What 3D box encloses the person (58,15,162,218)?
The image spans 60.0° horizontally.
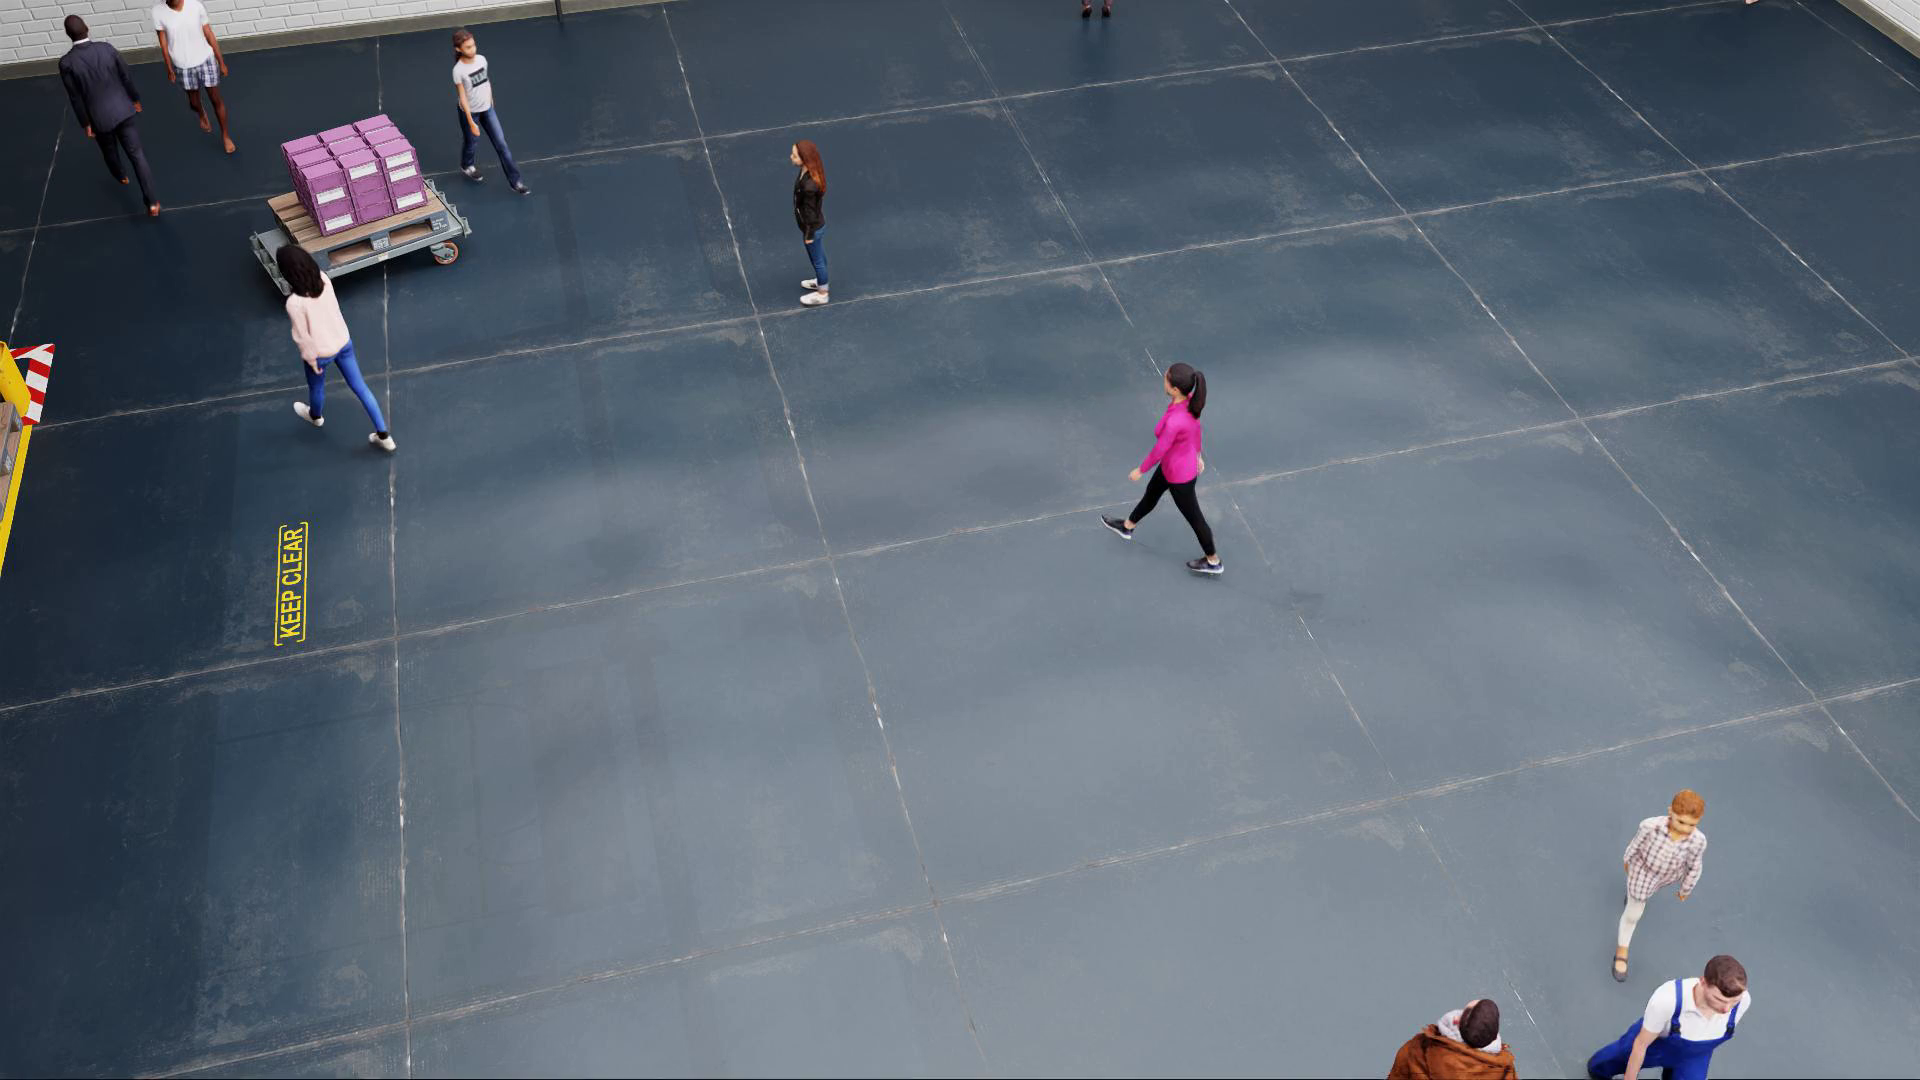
[{"bbox_3d":[-7.368,-3.641,14.488,0.945,1.778,1.278,-24,48,-23],"label":"person"}]

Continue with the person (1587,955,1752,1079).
[{"bbox_3d":[3.421,2.428,8.103,0.916,1.799,1.363,0,44,0],"label":"person"}]

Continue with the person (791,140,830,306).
[{"bbox_3d":[-1.203,-2.610,13.621,0.627,1.481,0.474,-6,44,-6],"label":"person"}]

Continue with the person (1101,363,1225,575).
[{"bbox_3d":[1.571,-0.419,11.203,1.071,1.645,1.155,13,45,14],"label":"person"}]

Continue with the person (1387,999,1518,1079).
[{"bbox_3d":[2.211,2.746,7.752,0.909,1.822,0.993,9,44,9],"label":"person"}]

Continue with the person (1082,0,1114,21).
[{"bbox_3d":[1.450,-6.217,17.270,0.655,1.672,0.623,1,44,1],"label":"person"}]

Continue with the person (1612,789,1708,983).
[{"bbox_3d":[3.847,1.769,9.175,0.899,1.275,1.042,15,46,15],"label":"person"}]

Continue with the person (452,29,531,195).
[{"bbox_3d":[-4.378,-3.848,14.893,1.126,1.520,0.953,29,51,27],"label":"person"}]

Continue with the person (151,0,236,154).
[{"bbox_3d":[-7.092,-4.448,15.386,0.768,1.709,0.853,-20,47,-20],"label":"person"}]

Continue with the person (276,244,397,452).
[{"bbox_3d":[-4.530,-1.348,12.126,1.213,1.716,1.142,23,48,23],"label":"person"}]
